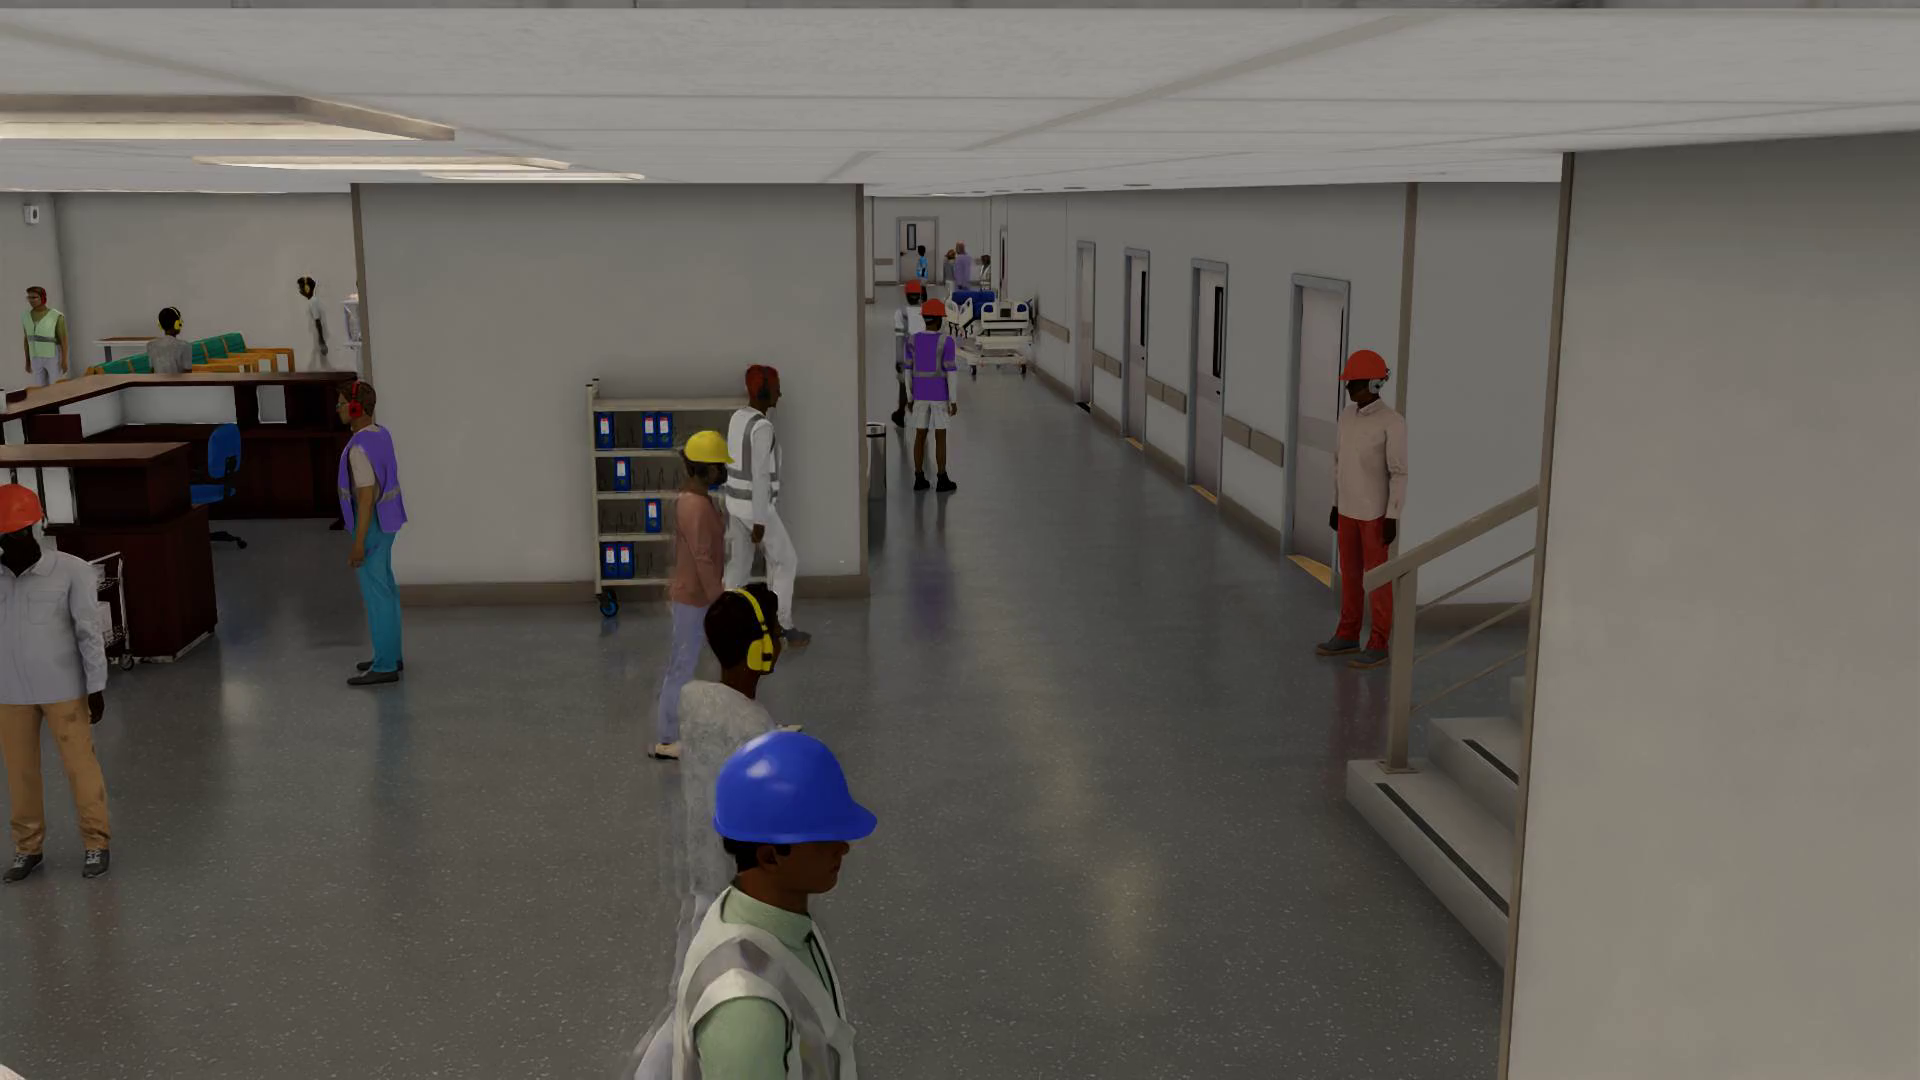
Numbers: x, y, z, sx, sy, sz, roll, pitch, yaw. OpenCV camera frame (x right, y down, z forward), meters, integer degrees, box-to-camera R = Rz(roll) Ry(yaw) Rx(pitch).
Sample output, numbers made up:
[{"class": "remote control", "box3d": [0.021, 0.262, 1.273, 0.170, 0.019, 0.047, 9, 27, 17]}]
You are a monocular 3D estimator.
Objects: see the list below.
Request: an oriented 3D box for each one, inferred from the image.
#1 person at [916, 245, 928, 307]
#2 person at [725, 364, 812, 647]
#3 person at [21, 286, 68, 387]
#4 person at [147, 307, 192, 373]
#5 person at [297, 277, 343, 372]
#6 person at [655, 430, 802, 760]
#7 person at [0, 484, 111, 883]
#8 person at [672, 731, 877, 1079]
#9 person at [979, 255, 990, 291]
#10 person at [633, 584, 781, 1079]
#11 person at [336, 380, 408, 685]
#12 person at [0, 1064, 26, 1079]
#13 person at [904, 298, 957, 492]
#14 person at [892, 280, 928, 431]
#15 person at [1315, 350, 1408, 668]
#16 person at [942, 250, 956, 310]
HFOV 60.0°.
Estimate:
[{"class": "person", "box3d": [-1.020, -7.132, 45.063, 0.318, 1.696, 0.532, -1, 12, -5]}, {"class": "person", "box3d": [-1.255, -0.212, 10.818, 0.711, 1.859, 0.600, -7, 13, -30]}, {"class": "person", "box3d": [-11.470, -2.262, 20.894, 0.570, 1.843, 0.373, 2, 12, 9]}, {"class": "person", "box3d": [-7.833, -1.386, 16.596, 0.505, 1.861, 0.330, 2, 12, 11]}, {"class": "person", "box3d": [-9.190, -2.890, 24.016, 0.848, 1.831, 0.541, -3, 12, -12]}, {"class": "person", "box3d": [-1.224, 0.305, 8.625, 0.819, 1.739, 0.534, 0, 12, 2]}, {"class": "person", "box3d": [-3.938, 0.615, 7.090, 0.563, 1.742, 0.361, -1, 12, -7]}, {"class": "person", "box3d": [-0.355, 1.305, 3.209, 0.402, 1.949, 0.605, -1, 12, -2]}, {"class": "person", "box3d": [0.645, -5.923, 39.319, 0.319, 1.628, 0.508, -9, 14, -36]}, {"class": "person", "box3d": [-0.688, 1.025, 4.881, 0.520, 1.836, 0.954, 11, 16, 43]}, {"class": "person", "box3d": [-3.557, -0.046, 10.067, 0.390, 1.846, 0.564, -2, 12, -8]}, {"class": "person", "box3d": [-1.688, 1.454, 2.583, 0.653, 1.906, 0.408, 0, 12, 2]}, {"class": "person", "box3d": [-0.274, -1.451, 16.709, 0.553, 1.934, 0.363, 5, 13, 23]}, {"class": "person", "box3d": [-0.609, -2.358, 21.244, 0.568, 1.890, 0.946, -4, 12, -20]}, {"class": "person", "box3d": [2.522, -0.196, 10.432, 0.396, 1.992, 0.623, -5, 13, -25]}, {"class": "person", "box3d": [-0.252, -6.794, 43.608, 0.369, 1.621, 0.506, -8, 14, -35]}]
